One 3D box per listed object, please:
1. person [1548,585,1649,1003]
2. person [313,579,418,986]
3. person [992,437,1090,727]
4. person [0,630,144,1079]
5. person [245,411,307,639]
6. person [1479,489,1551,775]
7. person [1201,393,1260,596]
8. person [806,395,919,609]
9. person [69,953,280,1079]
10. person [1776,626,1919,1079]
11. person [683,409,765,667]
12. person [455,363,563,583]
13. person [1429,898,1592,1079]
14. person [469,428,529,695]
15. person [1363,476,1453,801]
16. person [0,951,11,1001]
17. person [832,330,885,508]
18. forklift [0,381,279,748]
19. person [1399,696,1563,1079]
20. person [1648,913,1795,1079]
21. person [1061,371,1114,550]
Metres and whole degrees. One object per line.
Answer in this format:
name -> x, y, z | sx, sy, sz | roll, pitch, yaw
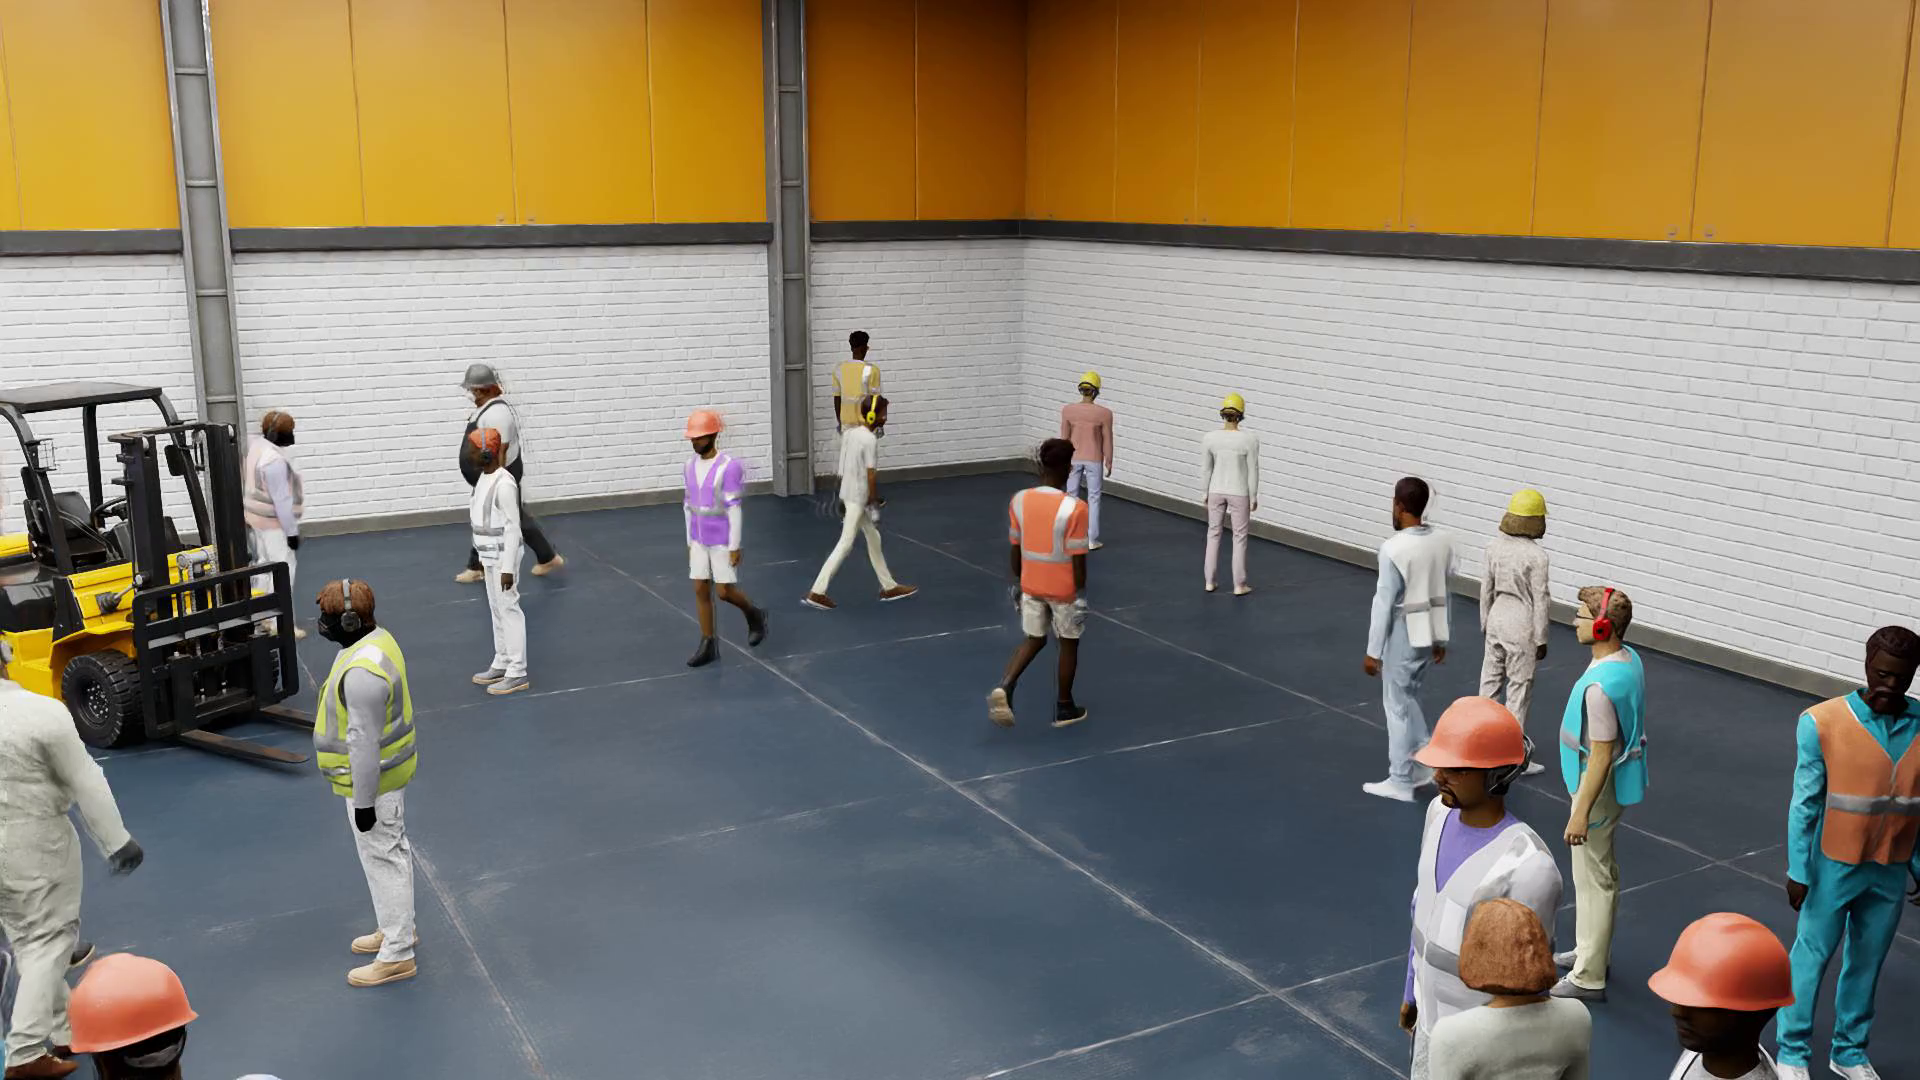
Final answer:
person -> 2.780, 1.105, 7.241 | 0.390, 1.846, 0.565 | 6, 14, 27
person -> -2.657, 1.067, 7.466 | 0.431, 1.835, 0.623 | -4, 13, -16
person -> 0.540, 0.301, 10.791 | 0.609, 1.945, 0.720 | 10, 16, 39
person -> -3.696, 1.227, 6.593 | 0.752, 1.881, 0.585 | 1, 12, 6
person -> -5.417, -0.133, 13.164 | 0.434, 1.810, 0.764 | -8, 15, -34
person -> 3.376, 0.548, 10.093 | 0.319, 1.742, 0.492 | -6, 14, -27
person -> 2.355, -0.397, 14.495 | 0.524, 1.762, 0.337 | 7, 14, 29
person -> -0.867, -0.319, 14.031 | 1.004, 1.816, 0.571 | -3, 13, -15
person -> -1.688, 1.833, 3.669 | 0.492, 1.910, 0.576 | 9, 15, 38
person -> 3.472, 1.244, 6.427 | 0.590, 1.916, 0.391 | -1, 12, -5
person -> -1.803, -0.033, 12.411 | 0.550, 1.920, 0.633 | 8, 14, 33
person -> -4.091, -0.637, 14.949 | 0.903, 2.000, 0.685 | -7, 14, -31
person -> 1.490, 1.779, 4.607 | 0.504, 1.628, 0.280 | -4, 13, -16
person -> -3.249, 0.139, 11.678 | 0.359, 1.884, 0.573 | -7, 14, -30
person -> 2.583, 0.581, 9.587 | 0.594, 1.898, 0.443 | -11, 16, -43
person -> -4.329, 1.265, 6.778 | 0.586, 1.723, 0.585 | 8, 14, 32
person -> -1.111, -1.331, 18.375 | 0.602, 1.967, 0.366 | 6, 13, 24
forklift -> -5.853, 0.085, 11.199 | 2.313, 2.155, 1.214 | 7, 14, 28
person -> 1.534, 1.464, 5.094 | 0.375, 2.044, 0.605 | -4, 13, -17
person -> 1.711, 1.776, 3.874 | 0.355, 1.939, 0.552 | 2, 12, 7
person -> 1.242, -0.771, 16.259 | 0.532, 1.756, 0.339 | 4, 13, 17
